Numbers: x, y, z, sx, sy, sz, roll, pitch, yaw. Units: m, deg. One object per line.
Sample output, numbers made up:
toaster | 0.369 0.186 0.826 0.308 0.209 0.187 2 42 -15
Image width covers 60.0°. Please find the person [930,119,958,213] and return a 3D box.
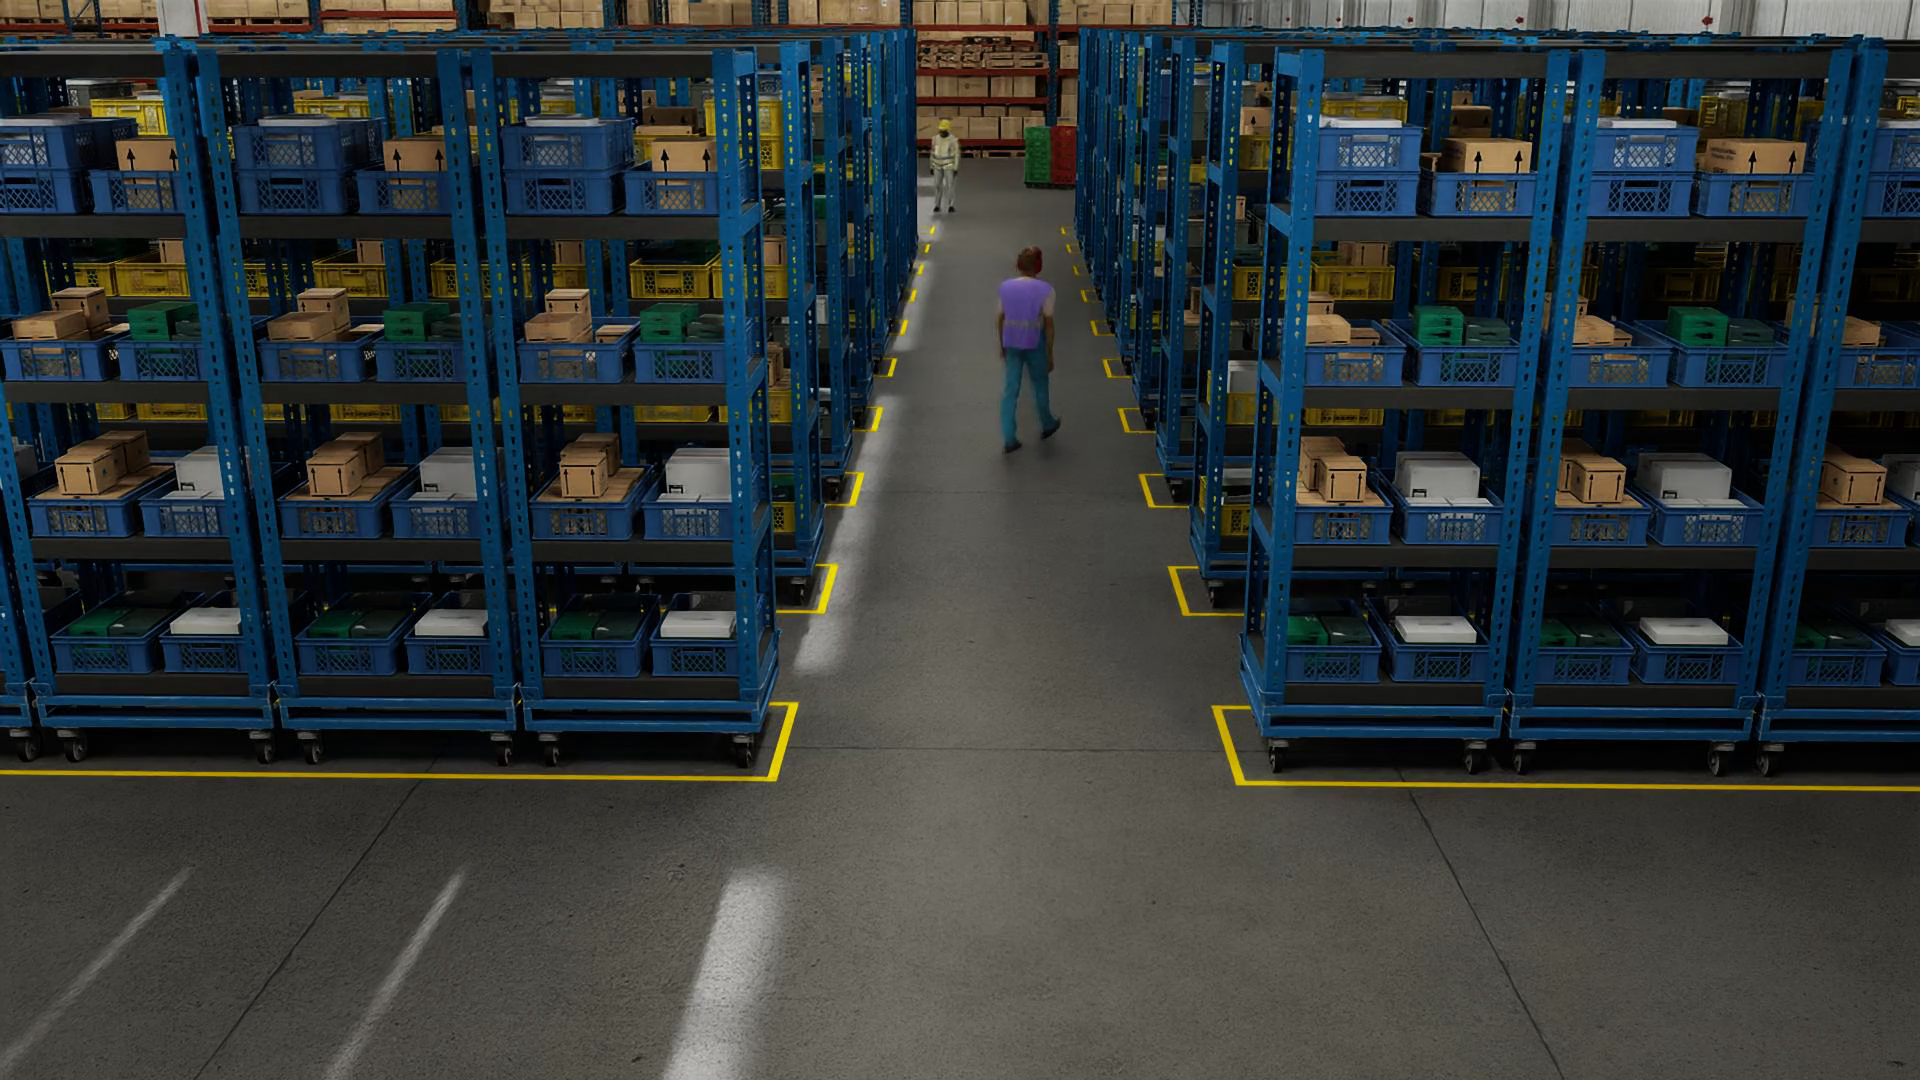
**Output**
person | -0.328 -7.431 33.061 0.594 1.825 0.403 7 19 20

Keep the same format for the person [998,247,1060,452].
person | 0.622 -1.731 14.930 0.588 1.790 0.955 8 19 25
